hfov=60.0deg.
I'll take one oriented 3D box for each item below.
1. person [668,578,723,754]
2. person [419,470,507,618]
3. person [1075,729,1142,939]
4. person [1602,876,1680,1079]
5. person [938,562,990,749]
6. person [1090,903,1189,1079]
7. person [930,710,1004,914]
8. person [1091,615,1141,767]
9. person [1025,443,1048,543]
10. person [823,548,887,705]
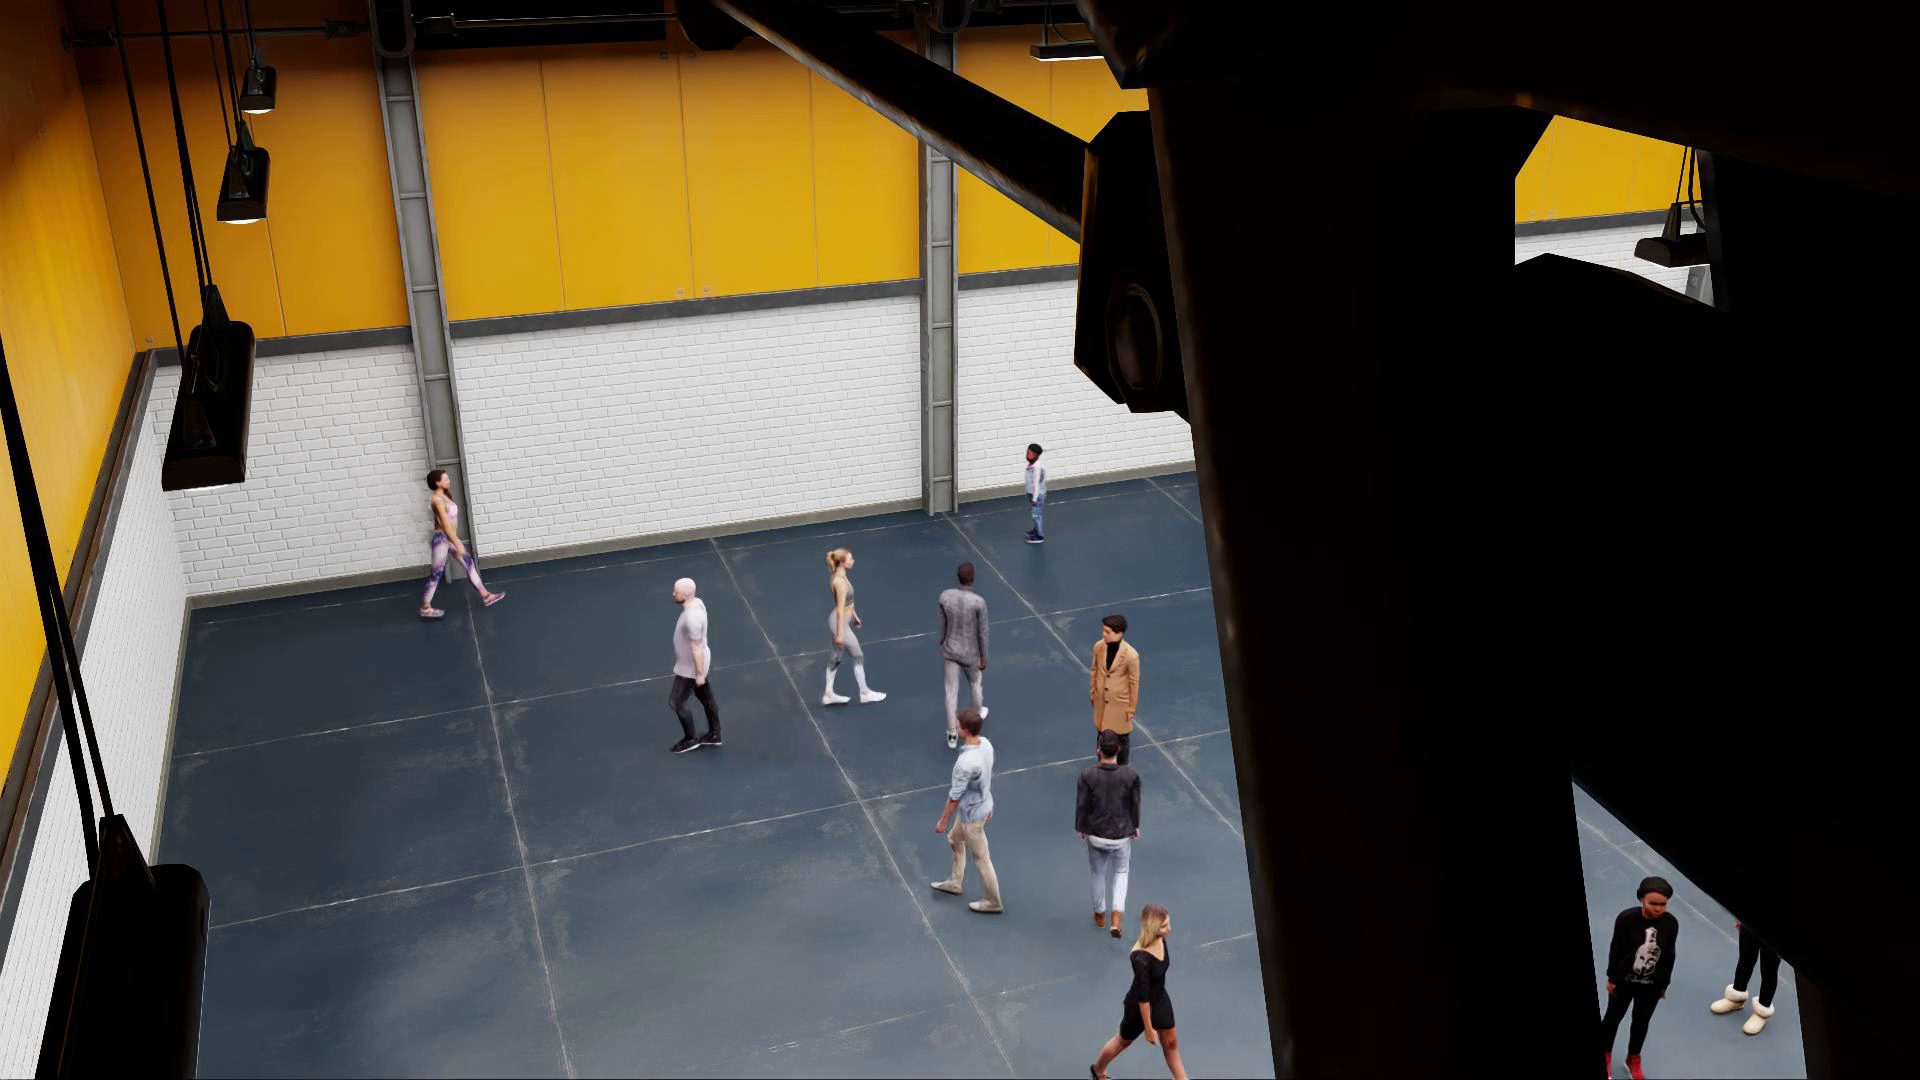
[{"bbox_3d":[-2.418,1.187,15.703,0.821,1.817,0.804,-1,24,-2],"label":"person"},{"bbox_3d":[-5.765,0.083,18.357,1.196,1.715,0.679,-5,24,-11],"label":"person"},{"bbox_3d":[1.176,2.343,13.052,0.904,1.823,0.895,0,24,0],"label":"person"},{"bbox_3d":[4.727,3.049,11.621,0.617,1.676,0.723,4,24,10],"label":"person"},{"bbox_3d":[-0.008,1.133,15.844,1.094,1.804,1.121,5,24,12],"label":"person"},{"bbox_3d":[1.189,3.191,11.369,1.095,1.617,1.069,12,26,26],"label":"person"},{"bbox_3d":[0.195,2.220,13.335,1.028,1.821,0.932,7,24,15],"label":"person"},{"bbox_3d":[1.418,1.439,15.240,0.755,1.726,0.787,18,29,35],"label":"person"},{"bbox_3d":[0.954,-0.597,20.486,0.546,1.256,0.524,-2,24,-4],"label":"person"},{"bbox_3d":[-1.263,0.879,16.575,0.889,1.684,0.642,-5,24,-10],"label":"person"}]
